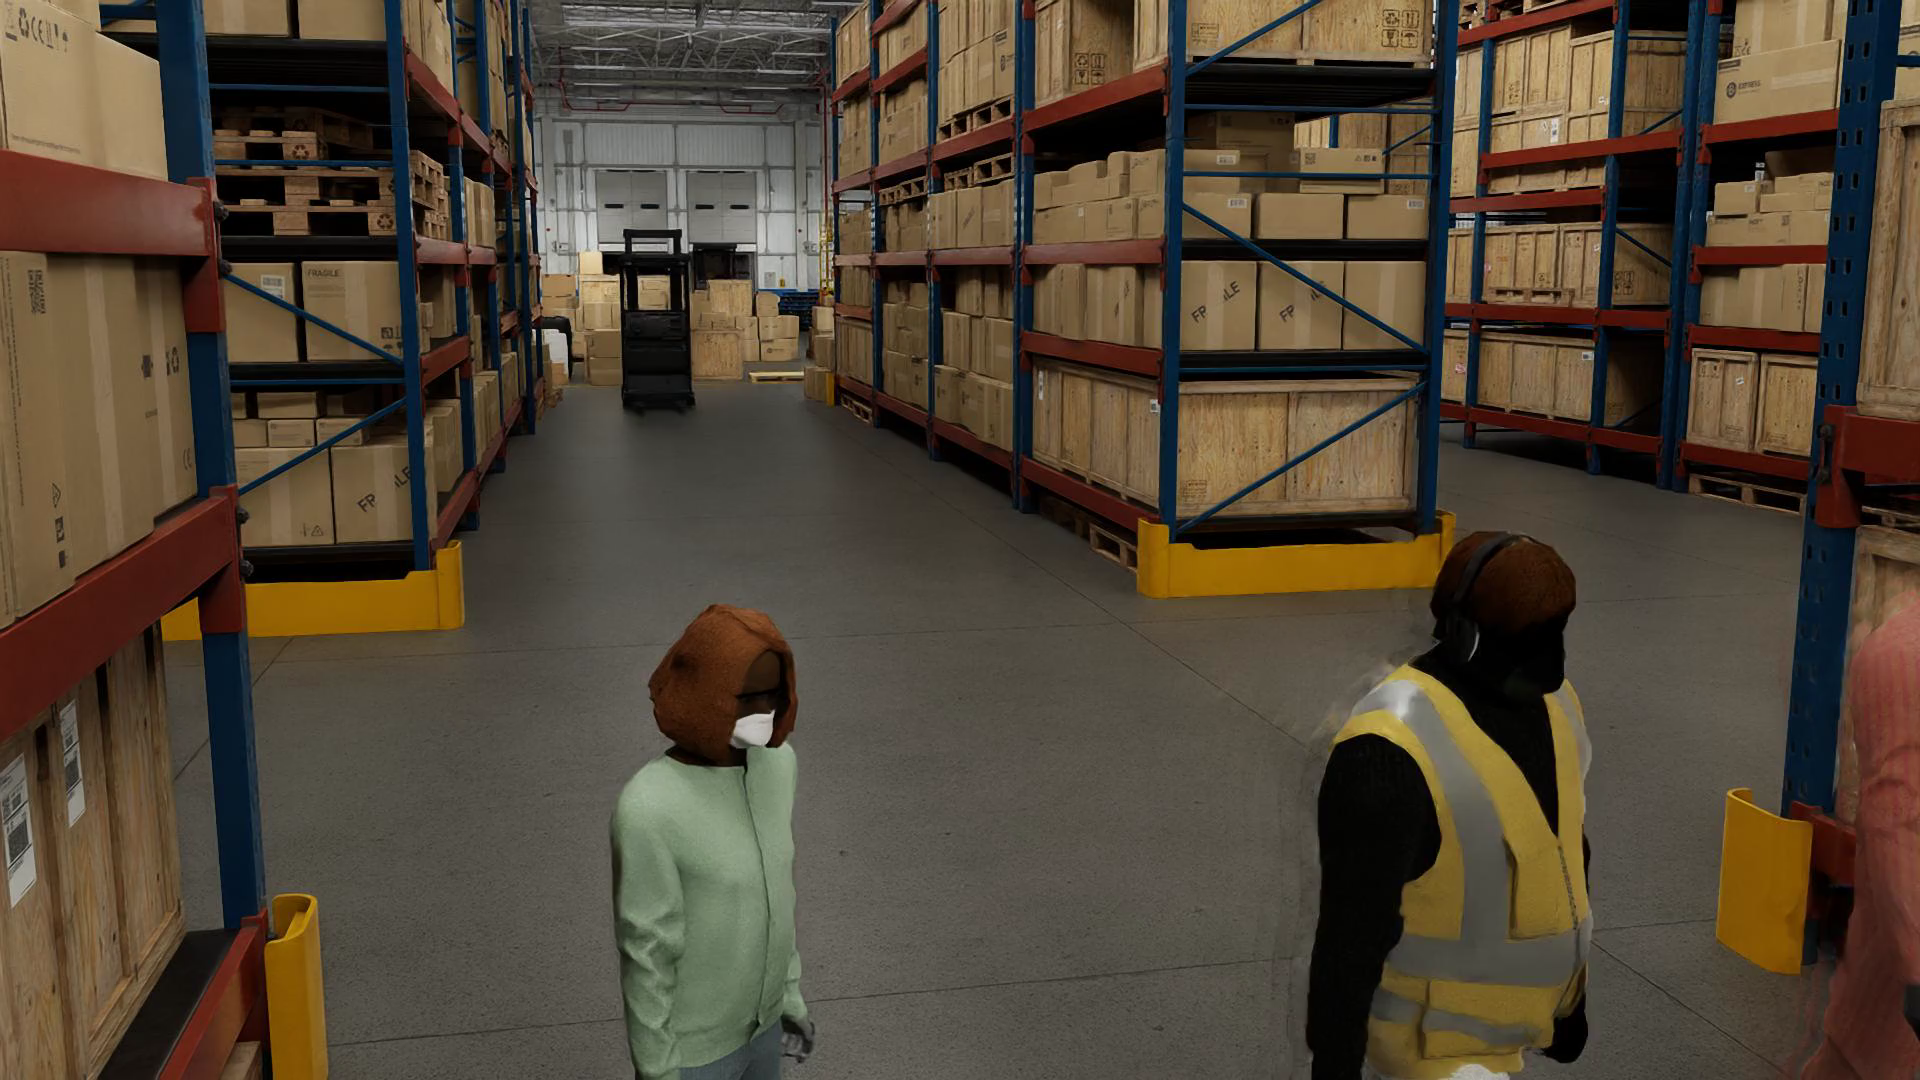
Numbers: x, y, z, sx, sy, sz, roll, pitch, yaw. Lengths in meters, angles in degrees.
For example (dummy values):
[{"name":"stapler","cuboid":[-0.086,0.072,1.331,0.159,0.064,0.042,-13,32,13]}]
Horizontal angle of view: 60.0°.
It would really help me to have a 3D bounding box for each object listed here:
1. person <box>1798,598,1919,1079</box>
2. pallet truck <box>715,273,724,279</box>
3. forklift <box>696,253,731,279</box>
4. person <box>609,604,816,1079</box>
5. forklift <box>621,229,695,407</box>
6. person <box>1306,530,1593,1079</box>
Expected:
[{"name":"person","cuboid":[2.019,0.768,3.265,0.650,1.854,0.982,-2,10,-12]},{"name":"pallet truck","cuboid":[-8.580,-8.986,62.280,1.885,1.965,0.823,1,9,5]},{"name":"forklift","cuboid":[-6.419,-6.333,43.424,1.129,2.768,1.873,-2,10,-12]},{"name":"person","cuboid":[-0.430,0.916,3.032,0.285,1.633,0.498,5,10,27]},{"name":"forklift","cuboid":[-4.928,-3.613,26.844,1.129,2.768,1.873,-2,10,-12]},{"name":"person","cuboid":[0.876,0.855,3.016,0.958,1.794,0.643,9,13,42]}]
